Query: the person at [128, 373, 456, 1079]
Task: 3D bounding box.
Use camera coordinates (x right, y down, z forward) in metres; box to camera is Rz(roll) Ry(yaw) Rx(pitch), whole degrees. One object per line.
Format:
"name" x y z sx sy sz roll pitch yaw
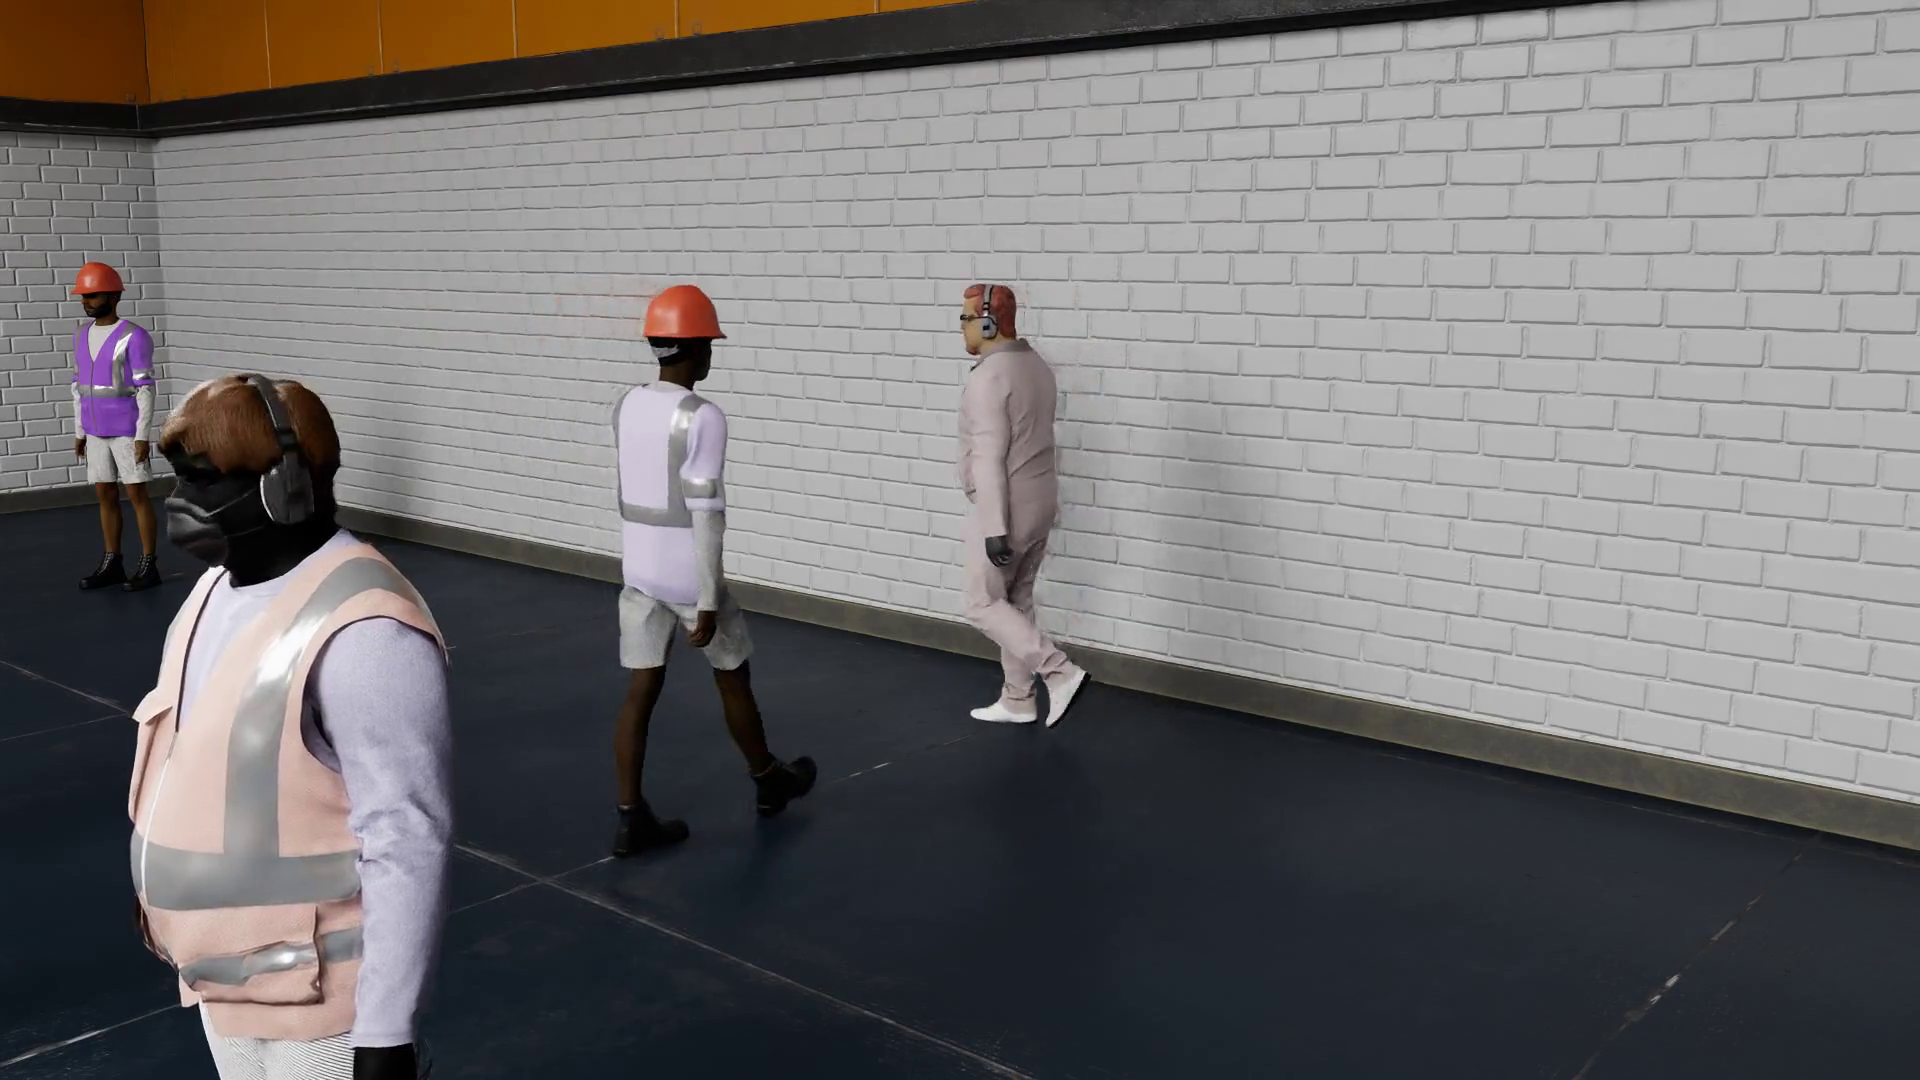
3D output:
"person" -1.024 0.675 2.563 0.643 1.848 0.429 10 14 44

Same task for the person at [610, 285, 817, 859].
"person" -0.879 0.091 5.681 0.553 1.905 0.834 7 12 36

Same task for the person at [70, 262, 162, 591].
"person" -5.011 -0.660 9.831 0.545 1.938 0.354 3 10 15

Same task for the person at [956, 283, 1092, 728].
"person" 0.254 -0.108 6.852 0.566 1.891 0.639 5 11 27
